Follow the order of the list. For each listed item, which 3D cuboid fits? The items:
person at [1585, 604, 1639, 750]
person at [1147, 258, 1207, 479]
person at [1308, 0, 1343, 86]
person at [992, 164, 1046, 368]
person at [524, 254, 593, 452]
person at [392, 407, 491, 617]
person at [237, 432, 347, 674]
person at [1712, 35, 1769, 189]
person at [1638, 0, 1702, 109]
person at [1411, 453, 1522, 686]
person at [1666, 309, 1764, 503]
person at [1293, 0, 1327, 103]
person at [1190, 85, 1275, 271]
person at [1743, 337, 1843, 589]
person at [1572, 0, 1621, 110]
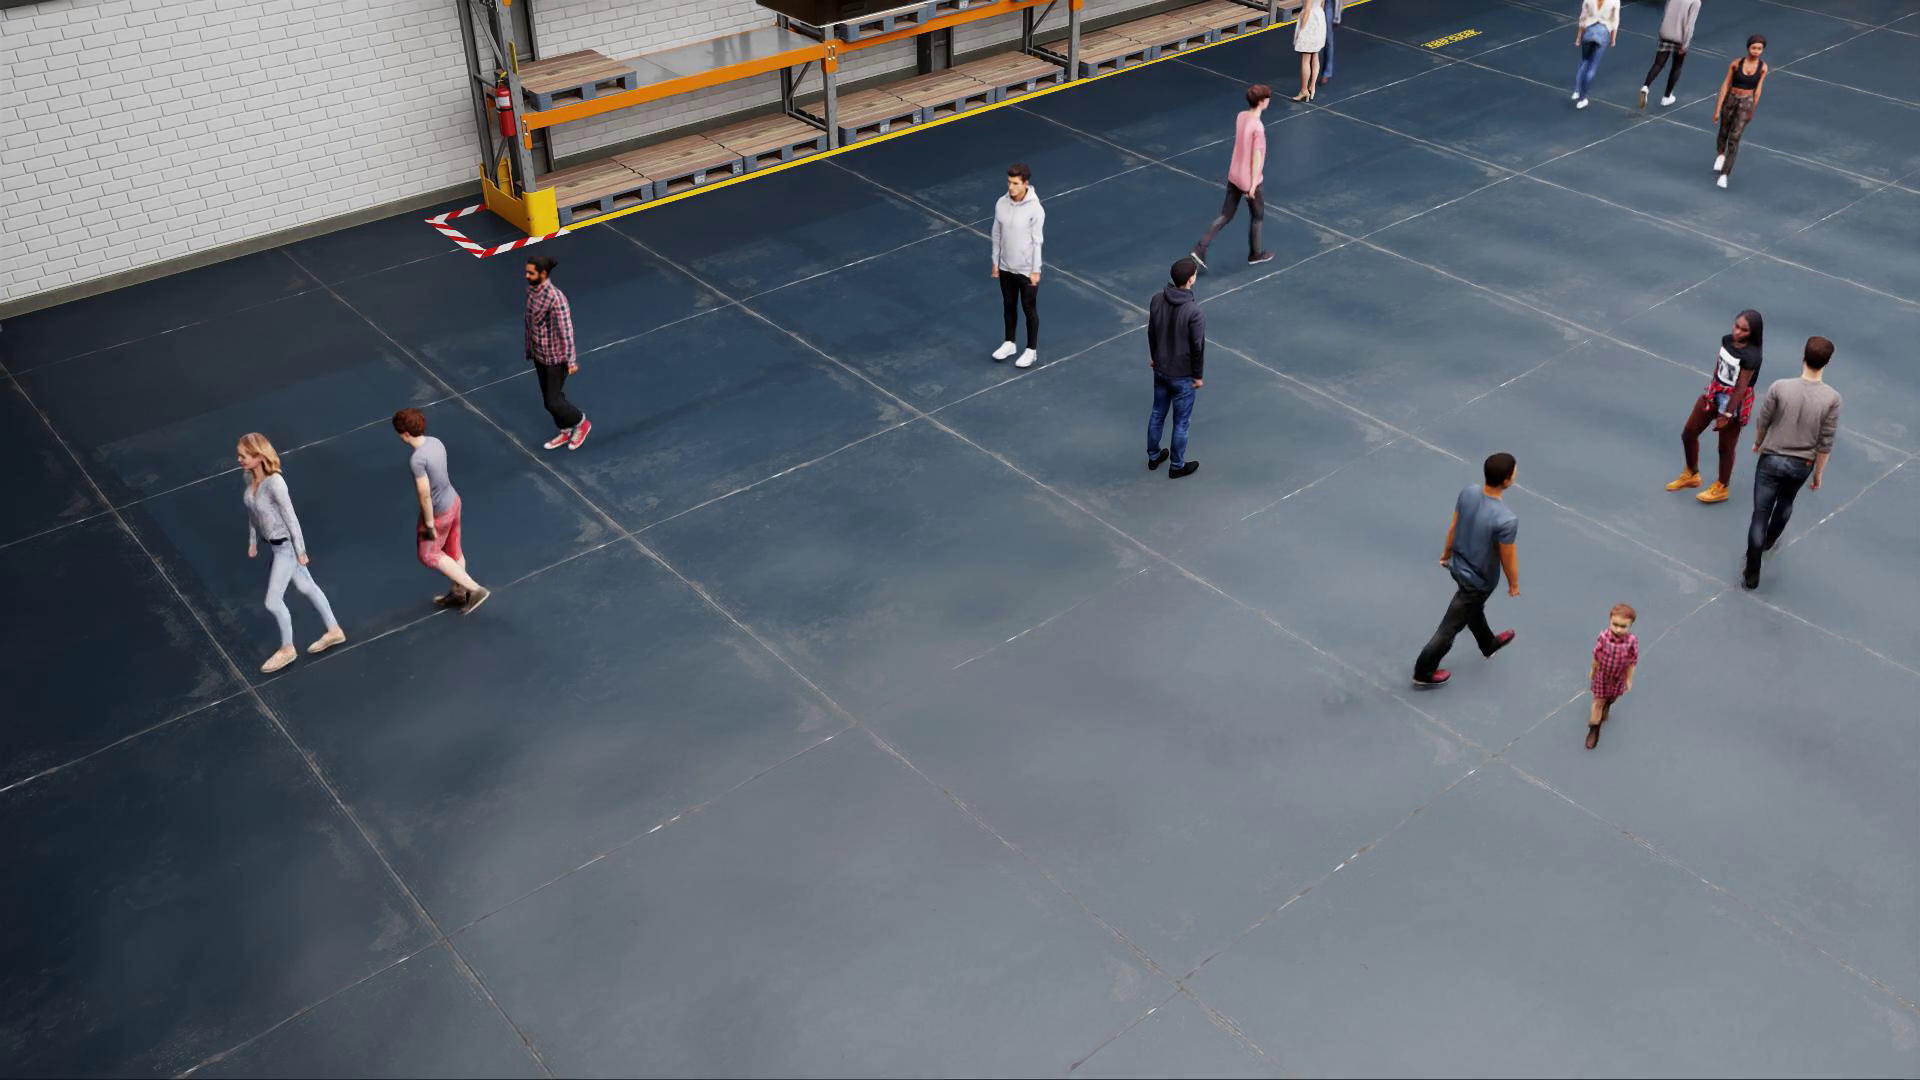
[{"bbox_3d":[4.284,0.836,10.883,0.621,1.011,0.788,13,36,19],"label":"person"},{"bbox_3d":[1.730,-1.384,13.424,0.696,1.895,0.607,27,42,35],"label":"person"},{"bbox_3d":[4.794,-6.898,21.811,0.655,1.794,0.551,28,43,35],"label":"person"},{"bbox_3d":[0.551,-2.507,15.086,0.738,1.925,0.710,18,38,25],"label":"person"},{"bbox_3d":[-3.336,-1.574,13.840,0.626,1.750,0.687,-24,41,-32],"label":"person"},{"bbox_3d":[-3.627,-0.190,11.866,0.871,1.632,0.827,6,34,9],"label":"person"},{"bbox_3d":[-4.556,0.025,11.414,0.855,1.773,0.630,-28,42,-35],"label":"person"},{"bbox_3d":[8.854,-4.936,18.989,0.928,1.650,1.236,14,36,20],"label":"person"},{"bbox_3d":[8.922,-6.267,20.906,1.074,1.745,0.662,-27,42,-35],"label":"person"},{"bbox_3d":[3.346,0.243,11.087,1.198,1.772,0.931,-12,35,-17],"label":"person"},{"bbox_3d":[6.103,-1.047,13.093,0.801,1.700,0.747,-8,34,-12],"label":"person"},{"bbox_3d":[4.475,-6.503,21.234,0.582,1.774,0.717,-28,43,-36],"label":"person"},{"bbox_3d":[2.774,-3.609,16.744,1.270,1.926,0.809,-17,37,-23],"label":"person"},{"bbox_3d":[6.019,-0.500,12.118,1.023,1.868,1.211,12,35,18],"label":"person"},{"bbox_3d":[7.979,-6.284,20.958,0.663,1.715,0.678,23,40,30],"label":"person"}]
